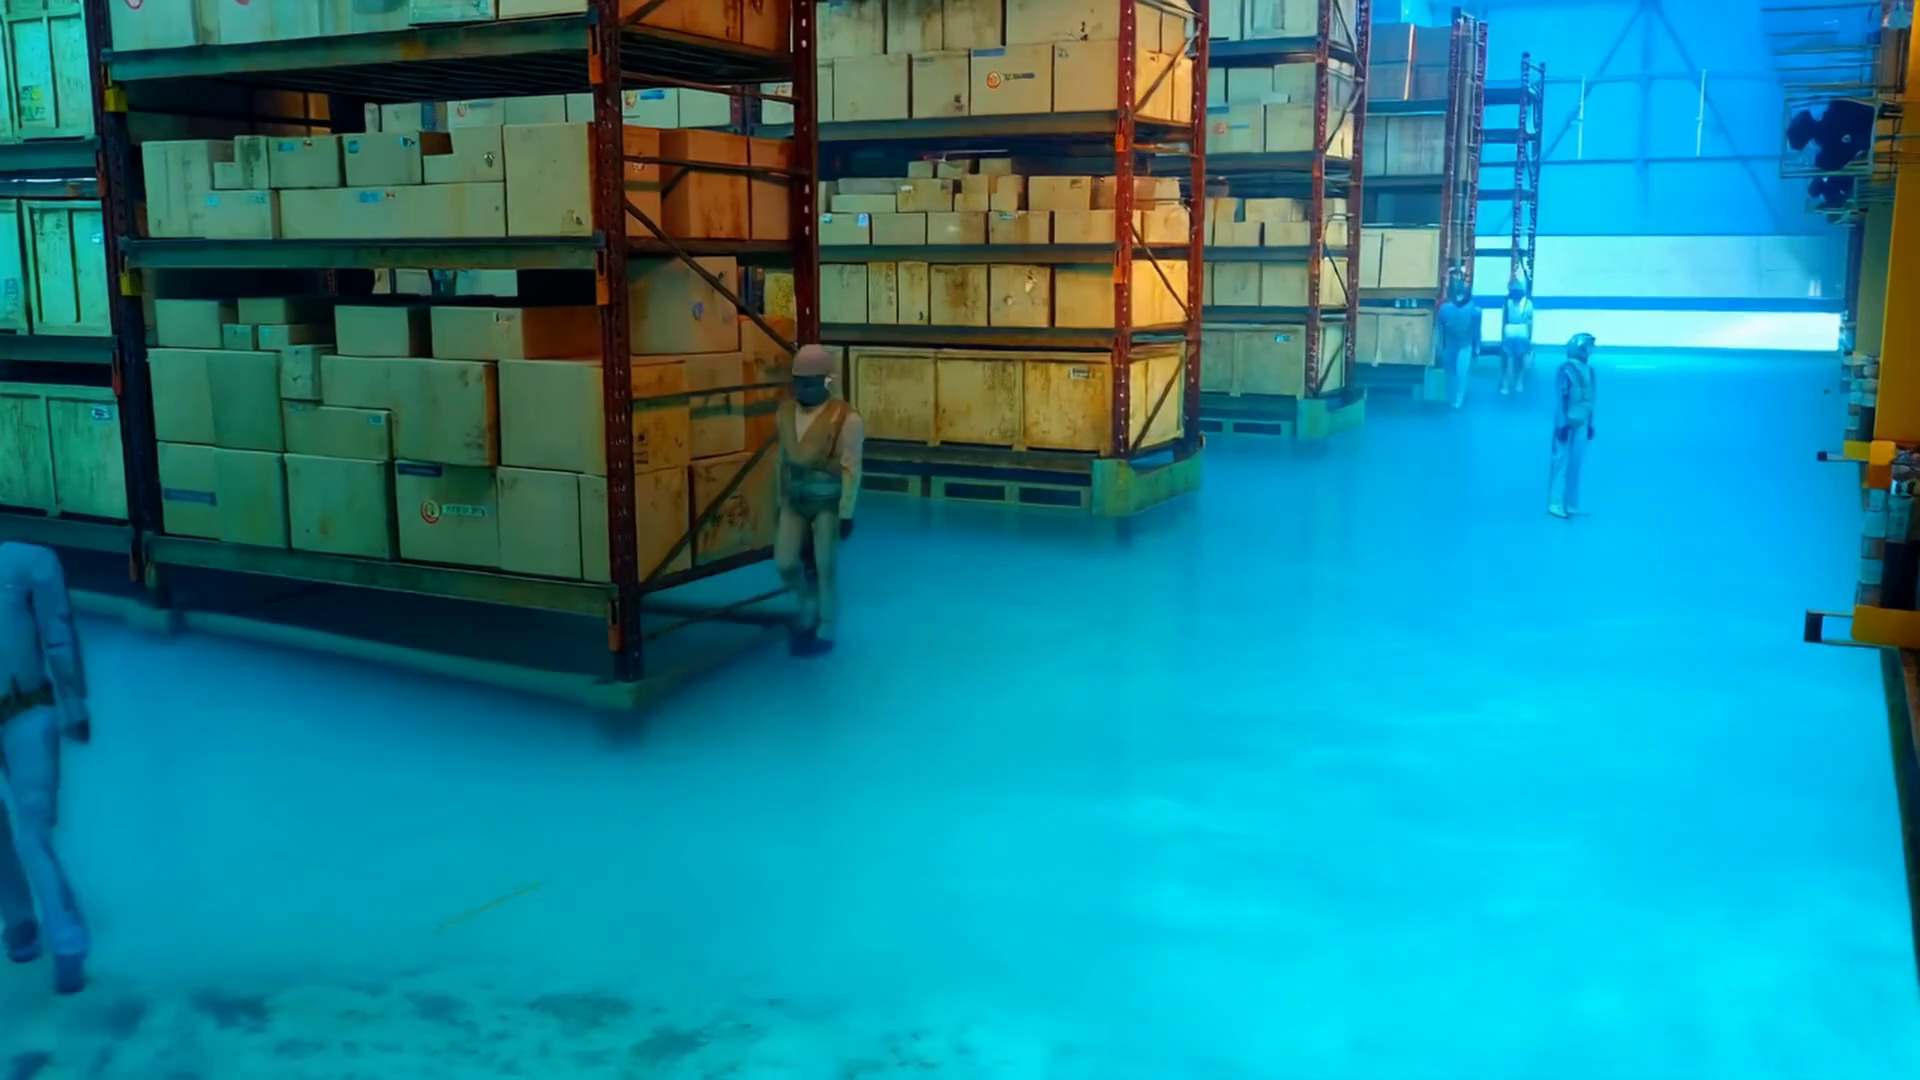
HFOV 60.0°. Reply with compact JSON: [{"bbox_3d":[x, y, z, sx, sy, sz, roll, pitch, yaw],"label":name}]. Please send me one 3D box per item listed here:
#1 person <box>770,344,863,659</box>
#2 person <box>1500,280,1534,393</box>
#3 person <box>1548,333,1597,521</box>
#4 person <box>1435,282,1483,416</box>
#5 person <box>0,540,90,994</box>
[{"bbox_3d":[-0.839,-0.218,9.574,0.621,1.817,0.429,6,11,31],"label":"person"},{"bbox_3d":[9.308,-3.399,27.815,0.563,1.894,0.986,5,11,28],"label":"person"},{"bbox_3d":[5.392,-0.998,14.610,0.515,1.641,0.315,-7,12,-35],"label":"person"},{"bbox_3d":[7.236,-2.774,24.121,0.637,1.914,0.807,5,11,27],"label":"person"},{"bbox_3d":[-3.034,0.592,5.218,0.548,1.708,0.863,-6,11,-29],"label":"person"}]
